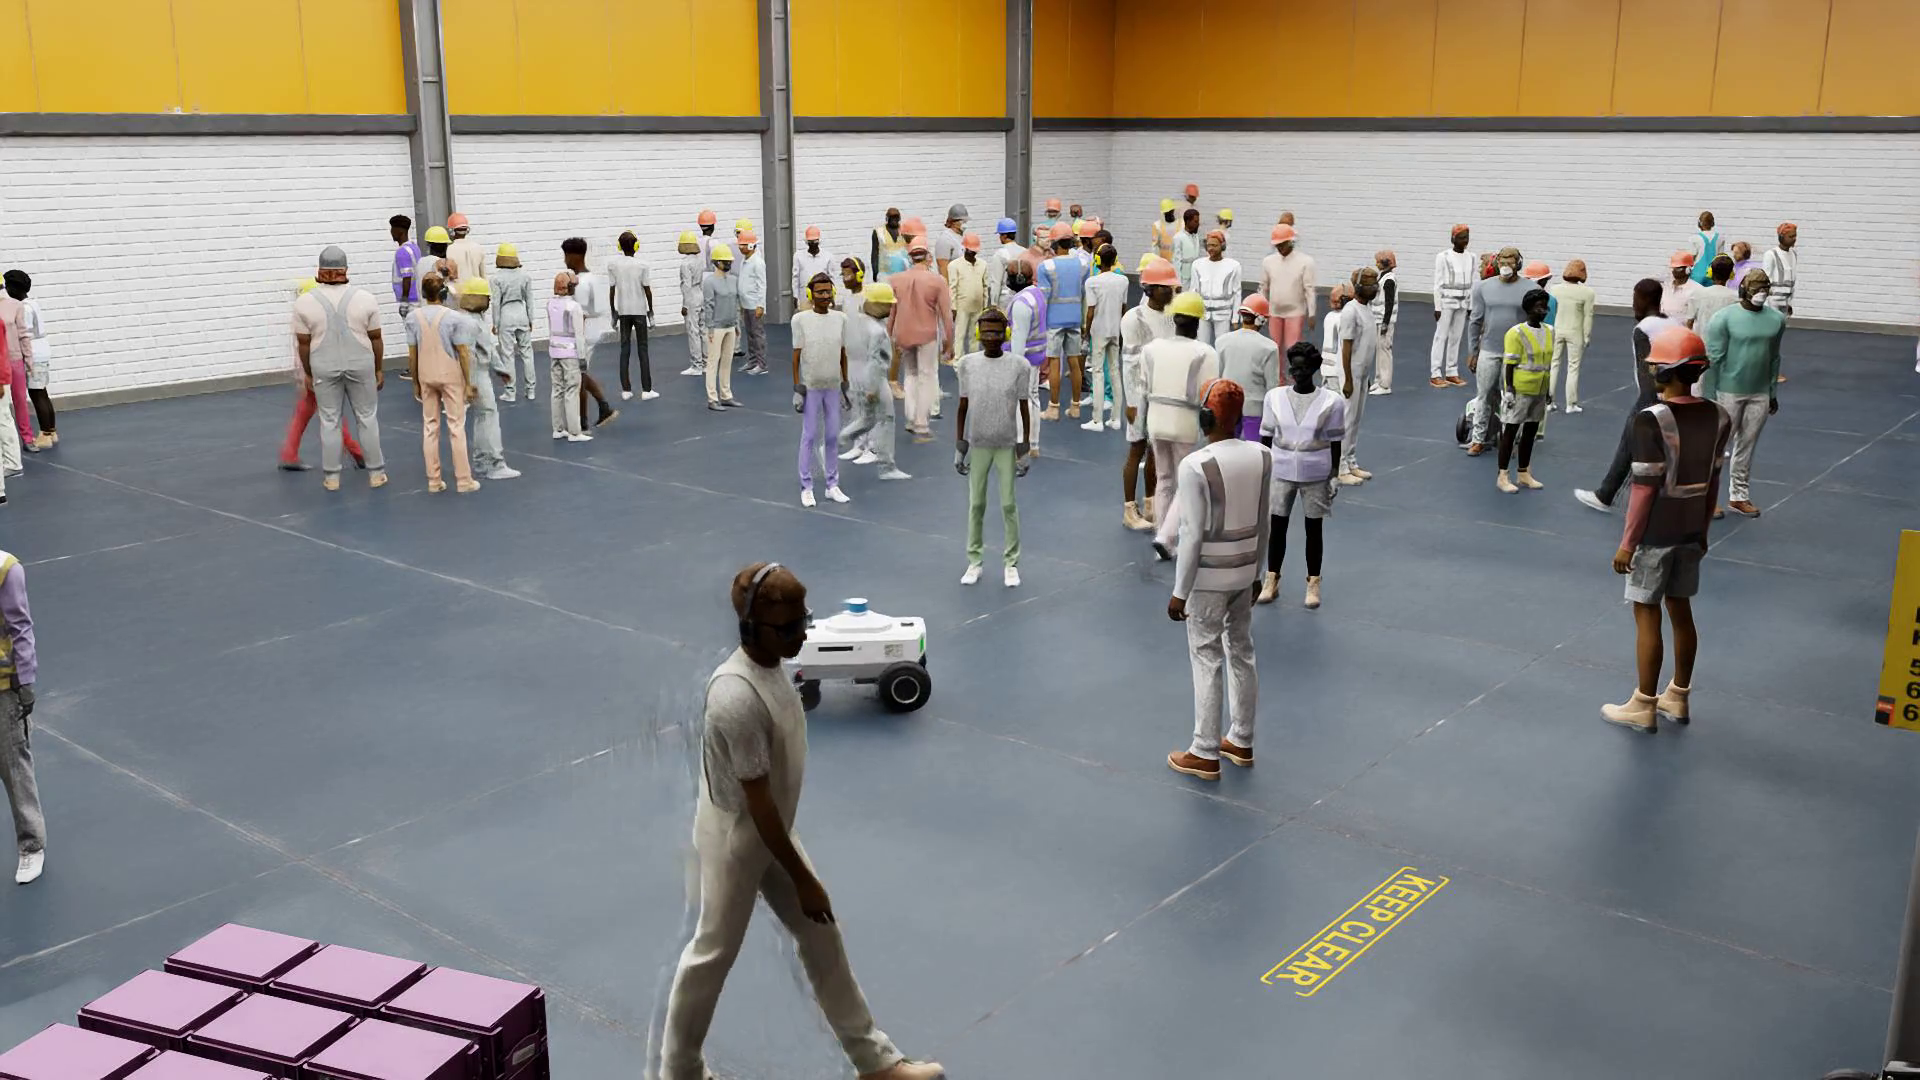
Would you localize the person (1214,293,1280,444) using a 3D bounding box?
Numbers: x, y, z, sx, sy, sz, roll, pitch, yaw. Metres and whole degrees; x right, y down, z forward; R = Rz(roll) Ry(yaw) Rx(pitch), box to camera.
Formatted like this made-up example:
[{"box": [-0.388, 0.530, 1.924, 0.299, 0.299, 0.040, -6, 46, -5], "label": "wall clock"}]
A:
[{"box": [2.245, -1.047, 12.976, 0.573, 1.738, 0.352, 11, 18, 37], "label": "person"}]

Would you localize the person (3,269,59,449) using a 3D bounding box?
[{"box": [-8.763, -1.705, 15.705, 0.319, 1.687, 0.539, -5, 15, -19], "label": "person"}]

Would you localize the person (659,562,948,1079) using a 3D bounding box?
[{"box": [-0.512, 0.931, 4.955, 0.988, 1.784, 0.516, 3, 14, 10], "label": "person"}]

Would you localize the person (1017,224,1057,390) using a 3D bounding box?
[{"box": [0.929, -2.633, 18.970, 0.651, 1.906, 0.403, -12, 18, -40], "label": "person"}]

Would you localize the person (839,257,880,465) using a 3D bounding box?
[{"box": [-0.922, -1.617, 15.022, 0.347, 1.855, 0.531, -11, 18, -38], "label": "person"}]

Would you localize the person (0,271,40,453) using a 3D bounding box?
[{"box": [-8.836, -1.650, 15.339, 0.525, 1.760, 0.341, -12, 18, -39], "label": "person"}]

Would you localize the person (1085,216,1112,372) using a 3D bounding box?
[{"box": [1.647, -3.037, 20.579, 0.405, 1.911, 0.636, -6, 15, -22], "label": "person"}]

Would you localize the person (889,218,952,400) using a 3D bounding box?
[{"box": [-0.457, -2.510, 18.265, 0.894, 2.004, 0.633, 10, 17, 34], "label": "person"}]

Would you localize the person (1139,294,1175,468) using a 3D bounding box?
[{"box": [1.752, -1.391, 14.554, 0.285, 1.634, 0.499, -2, 14, -8], "label": "person"}]

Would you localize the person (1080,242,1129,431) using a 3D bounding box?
[{"box": [1.435, -2.019, 16.590, 0.518, 1.872, 0.326, -8, 16, -29], "label": "person"}]

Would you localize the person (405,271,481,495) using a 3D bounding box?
[{"box": [-4.267, -1.282, 13.695, 0.505, 1.847, 0.346, 1, 14, 4], "label": "person"}]

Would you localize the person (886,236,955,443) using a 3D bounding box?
[{"box": [-0.390, -1.928, 16.038, 0.681, 1.962, 0.583, 6, 15, 23], "label": "person"}]

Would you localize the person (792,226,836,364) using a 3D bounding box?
[{"box": [-1.867, -3.132, 21.268, 0.563, 1.752, 0.327, -1, 14, -5], "label": "person"}]

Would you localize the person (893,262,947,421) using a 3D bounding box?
[{"box": [-0.400, -2.095, 17.131, 0.575, 1.747, 0.336, 1, 14, 5], "label": "person"}]

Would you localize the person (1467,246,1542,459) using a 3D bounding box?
[{"box": [4.965, -1.712, 15.221, 0.635, 1.937, 0.355, 6, 15, 22], "label": "person"}]

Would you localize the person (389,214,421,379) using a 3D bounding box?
[{"box": [-6.624, -2.918, 19.985, 0.363, 1.963, 0.612, -1, 14, -4], "label": "person"}]

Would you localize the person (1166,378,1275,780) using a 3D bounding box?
[{"box": [1.208, 0.183, 7.762, 0.585, 1.882, 0.337, -11, 18, -37], "label": "person"}]

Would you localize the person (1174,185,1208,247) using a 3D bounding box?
[{"box": [4.192, -5.451, 30.152, 0.644, 1.929, 1.001, -9, 17, -33], "label": "person"}]

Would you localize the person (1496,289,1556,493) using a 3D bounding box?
[{"box": [4.718, -1.238, 13.817, 0.540, 1.695, 0.317, -8, 16, -28], "label": "person"}]

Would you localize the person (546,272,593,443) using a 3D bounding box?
[{"box": [-3.787, -1.760, 16.042, 0.518, 1.632, 0.317, 12, 18, 39], "label": "person"}]

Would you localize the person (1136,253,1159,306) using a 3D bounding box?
[{"box": [1.920, -2.001, 16.745, 0.334, 1.760, 0.527, -2, 14, -9], "label": "person"}]

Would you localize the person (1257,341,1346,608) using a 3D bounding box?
[{"box": [2.144, -0.409, 10.506, 0.539, 1.695, 0.319, 6, 15, 21], "label": "person"}]

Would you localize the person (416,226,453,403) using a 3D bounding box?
[{"box": [-5.713, -2.475, 18.294, 0.594, 1.925, 0.376, 12, 19, 40], "label": "person"}]

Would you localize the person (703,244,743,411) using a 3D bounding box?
[{"box": [-2.534, -2.276, 17.826, 0.326, 1.769, 0.524, 9, 16, 31], "label": "person"}]

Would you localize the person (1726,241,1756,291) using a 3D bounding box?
[{"box": [9.584, -2.863, 20.468, 0.471, 1.607, 0.532, -3, 14, -12], "label": "person"}]

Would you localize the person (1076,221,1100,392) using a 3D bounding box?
[{"box": [1.465, -2.666, 19.035, 0.361, 1.938, 0.545, 0, 14, 2], "label": "person"}]

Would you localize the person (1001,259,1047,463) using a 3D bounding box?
[{"box": [0.560, -1.609, 15.034, 0.429, 1.837, 0.624, 4, 15, 15], "label": "person"}]

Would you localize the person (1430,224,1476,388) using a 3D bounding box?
[{"box": [5.755, -2.723, 19.377, 0.575, 1.882, 0.361, -7, 16, -25], "label": "person"}]

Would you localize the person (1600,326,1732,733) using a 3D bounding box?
[{"box": [3.526, -0.049, 8.367, 0.615, 2.040, 0.391, -7, 16, -27], "label": "person"}]

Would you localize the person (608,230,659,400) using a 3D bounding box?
[{"box": [-3.636, -2.485, 18.473, 0.521, 1.862, 0.328, 2, 14, 7], "label": "person"}]

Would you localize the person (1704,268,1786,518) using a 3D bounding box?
[{"box": [6.064, -1.132, 12.903, 0.635, 1.938, 0.359, -3, 14, -10], "label": "person"}]

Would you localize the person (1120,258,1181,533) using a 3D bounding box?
[{"box": [1.465, -1.088, 12.512, 0.605, 2.045, 0.379, -13, 19, -43], "label": "person"}]

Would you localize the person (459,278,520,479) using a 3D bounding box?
[{"box": [-4.102, -1.404, 14.430, 0.420, 1.725, 0.530, -3, 14, -11], "label": "person"}]

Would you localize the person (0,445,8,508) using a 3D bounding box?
[{"box": [-7.860, -1.145, 13.169, 0.586, 1.835, 0.404, 12, 19, 40], "label": "person"}]

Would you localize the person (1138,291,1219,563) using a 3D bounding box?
[{"box": [1.485, -0.757, 11.479, 0.628, 1.903, 0.594, 9, 17, 32], "label": "person"}]

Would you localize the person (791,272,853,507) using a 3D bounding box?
[{"box": [-1.102, -1.205, 13.356, 0.512, 1.862, 0.329, -7, 16, -28], "label": "person"}]

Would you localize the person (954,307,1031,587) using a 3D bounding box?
[{"box": [0.214, -0.606, 10.973, 0.511, 1.861, 0.326, 3, 14, 10], "label": "person"}]

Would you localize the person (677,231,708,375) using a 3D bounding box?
[{"box": [-3.293, -2.899, 20.360, 0.320, 1.742, 0.492, 4, 15, 15], "label": "person"}]
